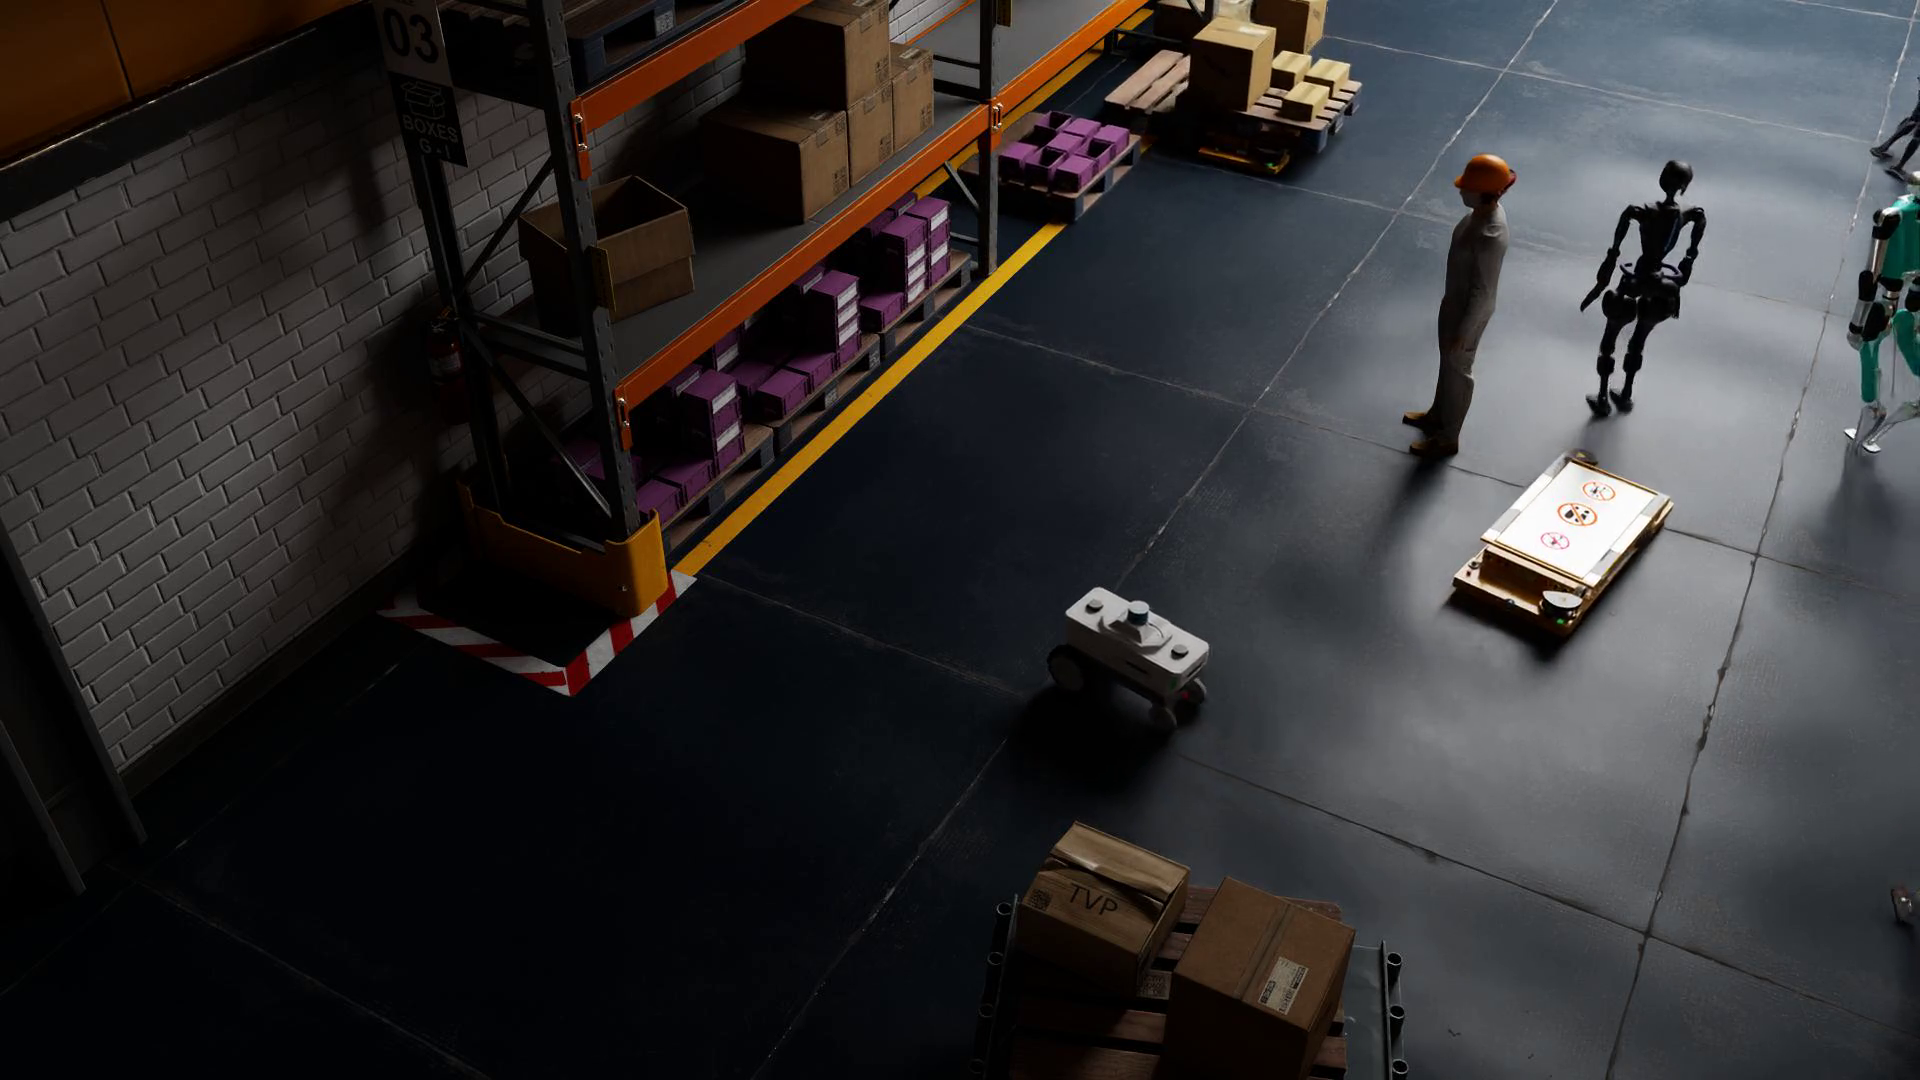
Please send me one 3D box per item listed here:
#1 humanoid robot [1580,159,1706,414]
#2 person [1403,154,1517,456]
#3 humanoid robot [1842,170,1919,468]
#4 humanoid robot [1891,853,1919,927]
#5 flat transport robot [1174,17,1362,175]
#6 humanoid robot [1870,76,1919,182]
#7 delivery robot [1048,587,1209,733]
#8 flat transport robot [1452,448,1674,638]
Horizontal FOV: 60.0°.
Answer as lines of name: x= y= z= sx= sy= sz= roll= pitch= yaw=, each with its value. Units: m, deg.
humanoid robot: x=4.064 y=-1.495 z=9.967 sx=0.595 sy=1.650 sz=0.321 roll=-2 pitch=39 yaw=-3
person: x=2.897 y=-1.347 z=9.605 sx=0.368 sy=1.894 sz=0.565 roll=5 pitch=39 yaw=6
humanoid robot: x=5.434 y=-1.127 z=9.548 sx=0.543 sy=1.901 sz=0.736 roll=-12 pitch=40 yaw=-14
humanoid robot: x=4.155 y=1.163 z=6.622 sx=0.554 sy=1.805 sz=0.920 roll=-8 pitch=39 yaw=-10
flat transport robot: x=2.500 y=-3.364 z=13.425 sx=0.659 sy=0.231 sz=1.431 roll=19 pitch=42 yaw=22
humanoid robot: x=7.342 y=-3.524 z=12.499 sx=0.463 sy=1.636 sz=0.608 roll=16 pitch=41 yaw=19
delivery robot: x=0.868 y=0.552 z=8.290 sx=0.774 sy=0.581 sz=0.499 roll=28 pitch=46 yaw=30
flat transport robot: x=3.377 y=-0.015 z=9.238 sx=0.659 sy=0.231 sz=1.431 roll=28 pitch=46 yaw=30
